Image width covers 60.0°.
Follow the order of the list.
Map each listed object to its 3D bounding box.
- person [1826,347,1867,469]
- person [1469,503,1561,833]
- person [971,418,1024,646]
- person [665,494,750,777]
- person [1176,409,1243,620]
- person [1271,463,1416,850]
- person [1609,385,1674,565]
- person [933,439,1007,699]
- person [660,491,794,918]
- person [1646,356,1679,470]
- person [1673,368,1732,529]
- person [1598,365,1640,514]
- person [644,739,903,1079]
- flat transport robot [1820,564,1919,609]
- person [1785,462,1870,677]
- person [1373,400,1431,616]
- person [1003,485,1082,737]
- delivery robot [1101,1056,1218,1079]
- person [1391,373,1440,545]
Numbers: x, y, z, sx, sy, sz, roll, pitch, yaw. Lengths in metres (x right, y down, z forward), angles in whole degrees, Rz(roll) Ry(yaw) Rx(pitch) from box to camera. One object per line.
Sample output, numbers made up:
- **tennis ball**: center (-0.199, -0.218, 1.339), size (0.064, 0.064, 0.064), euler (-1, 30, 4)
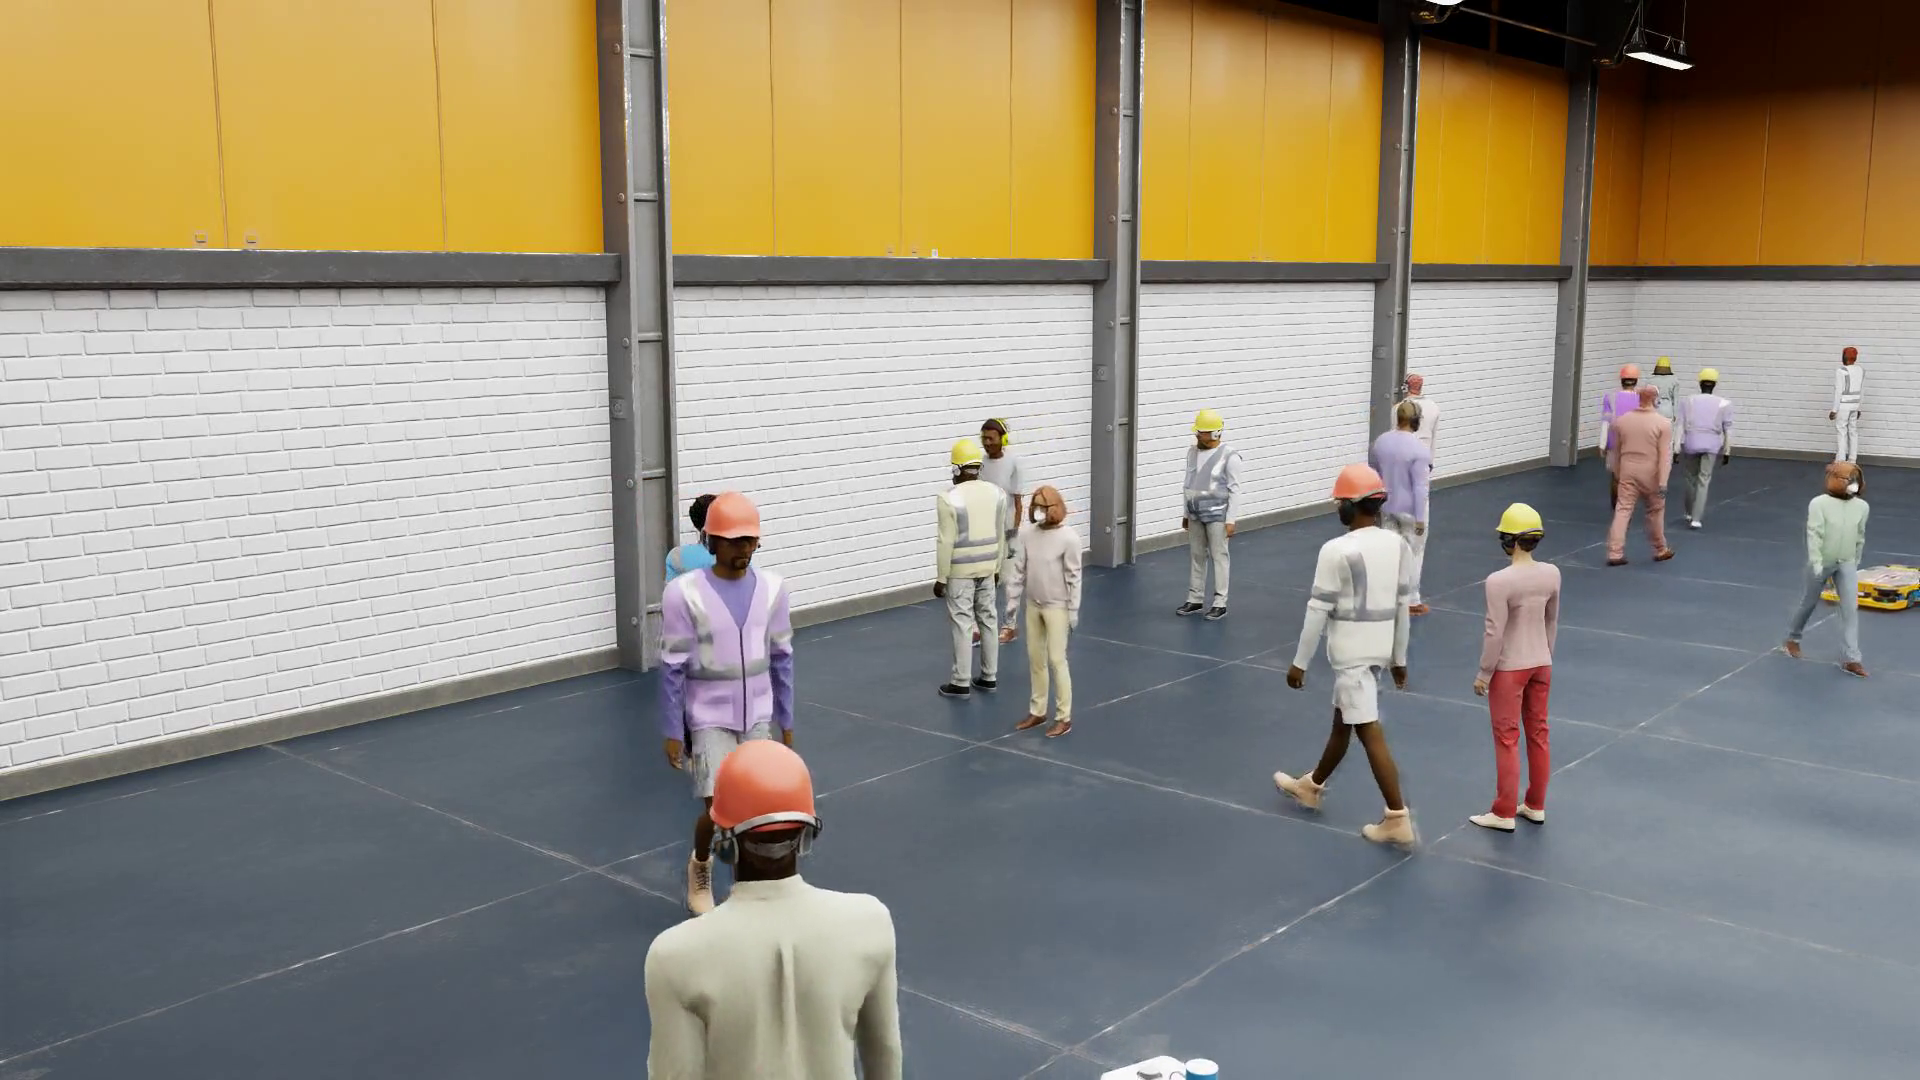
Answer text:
- **person**: center (13.585, -2.012, 25.482), size (0.583, 1.882, 0.338), euler (-3, 10, -20)
- **person**: center (2.980, 0.683, 8.929), size (0.523, 1.769, 0.317), euler (-5, 10, -28)
- **person**: center (0.245, -0.042, 13.239), size (0.542, 1.840, 0.782), euler (6, 11, 33)
- **person**: center (-1.472, 0.571, 9.839), size (0.535, 1.700, 0.318), euler (1, 9, 7)
- **person**: center (2.149, -0.221, 14.424), size (0.404, 1.825, 0.587), euler (-8, 12, -39)
- **person**: center (2.060, 0.586, 8.836), size (0.629, 1.985, 1.057), euler (-7, 11, -36)
- **person**: center (7.044, -0.666, 17.124), size (0.986, 1.852, 0.664), euler (-7, 12, -38)
- **person**: center (0.053, 0.201, 11.740), size (0.587, 1.835, 0.404), euler (-7, 11, -37)
- **person**: center (-1.017, 0.789, 7.424), size (0.629, 2.033, 0.446), euler (-6, 11, -34)
- **person**: center (10.683, -1.923, 25.361), size (0.484, 1.745, 0.307), euler (2, 9, 13)
- **person**: center (8.827, -1.097, 19.755), size (0.613, 1.870, 0.972), euler (4, 10, 26)
- **person**: center (8.098, -1.182, 20.237), size (0.570, 1.887, 0.993), euler (4, 10, 25)
- **person**: center (-0.406, 1.412, 3.824), size (0.644, 1.942, 1.045), euler (-4, 10, -23)
- **flat transport robot**: center (8.545, 0.421, 15.253), size (1.431, 0.197, 0.652), euler (-7, 11, -36)
- **person**: center (6.618, 0.186, 12.641), size (0.504, 1.588, 0.873), euler (0, 9, -1)
- **person**: center (3.767, -0.259, 14.383), size (0.798, 1.914, 0.636), euler (-5, 11, -31)
- **person**: center (0.561, 0.449, 10.824), size (0.293, 1.632, 0.513), euler (-9, 13, -44)
- **delivery robot**: center (0.739, 1.846, 5.125), size (0.477, 0.478, 0.707), euler (-6, 11, -31)
- **person**: center (4.932, -0.874, 18.268), size (0.654, 1.906, 0.406), euler (-5, 10, -28)
